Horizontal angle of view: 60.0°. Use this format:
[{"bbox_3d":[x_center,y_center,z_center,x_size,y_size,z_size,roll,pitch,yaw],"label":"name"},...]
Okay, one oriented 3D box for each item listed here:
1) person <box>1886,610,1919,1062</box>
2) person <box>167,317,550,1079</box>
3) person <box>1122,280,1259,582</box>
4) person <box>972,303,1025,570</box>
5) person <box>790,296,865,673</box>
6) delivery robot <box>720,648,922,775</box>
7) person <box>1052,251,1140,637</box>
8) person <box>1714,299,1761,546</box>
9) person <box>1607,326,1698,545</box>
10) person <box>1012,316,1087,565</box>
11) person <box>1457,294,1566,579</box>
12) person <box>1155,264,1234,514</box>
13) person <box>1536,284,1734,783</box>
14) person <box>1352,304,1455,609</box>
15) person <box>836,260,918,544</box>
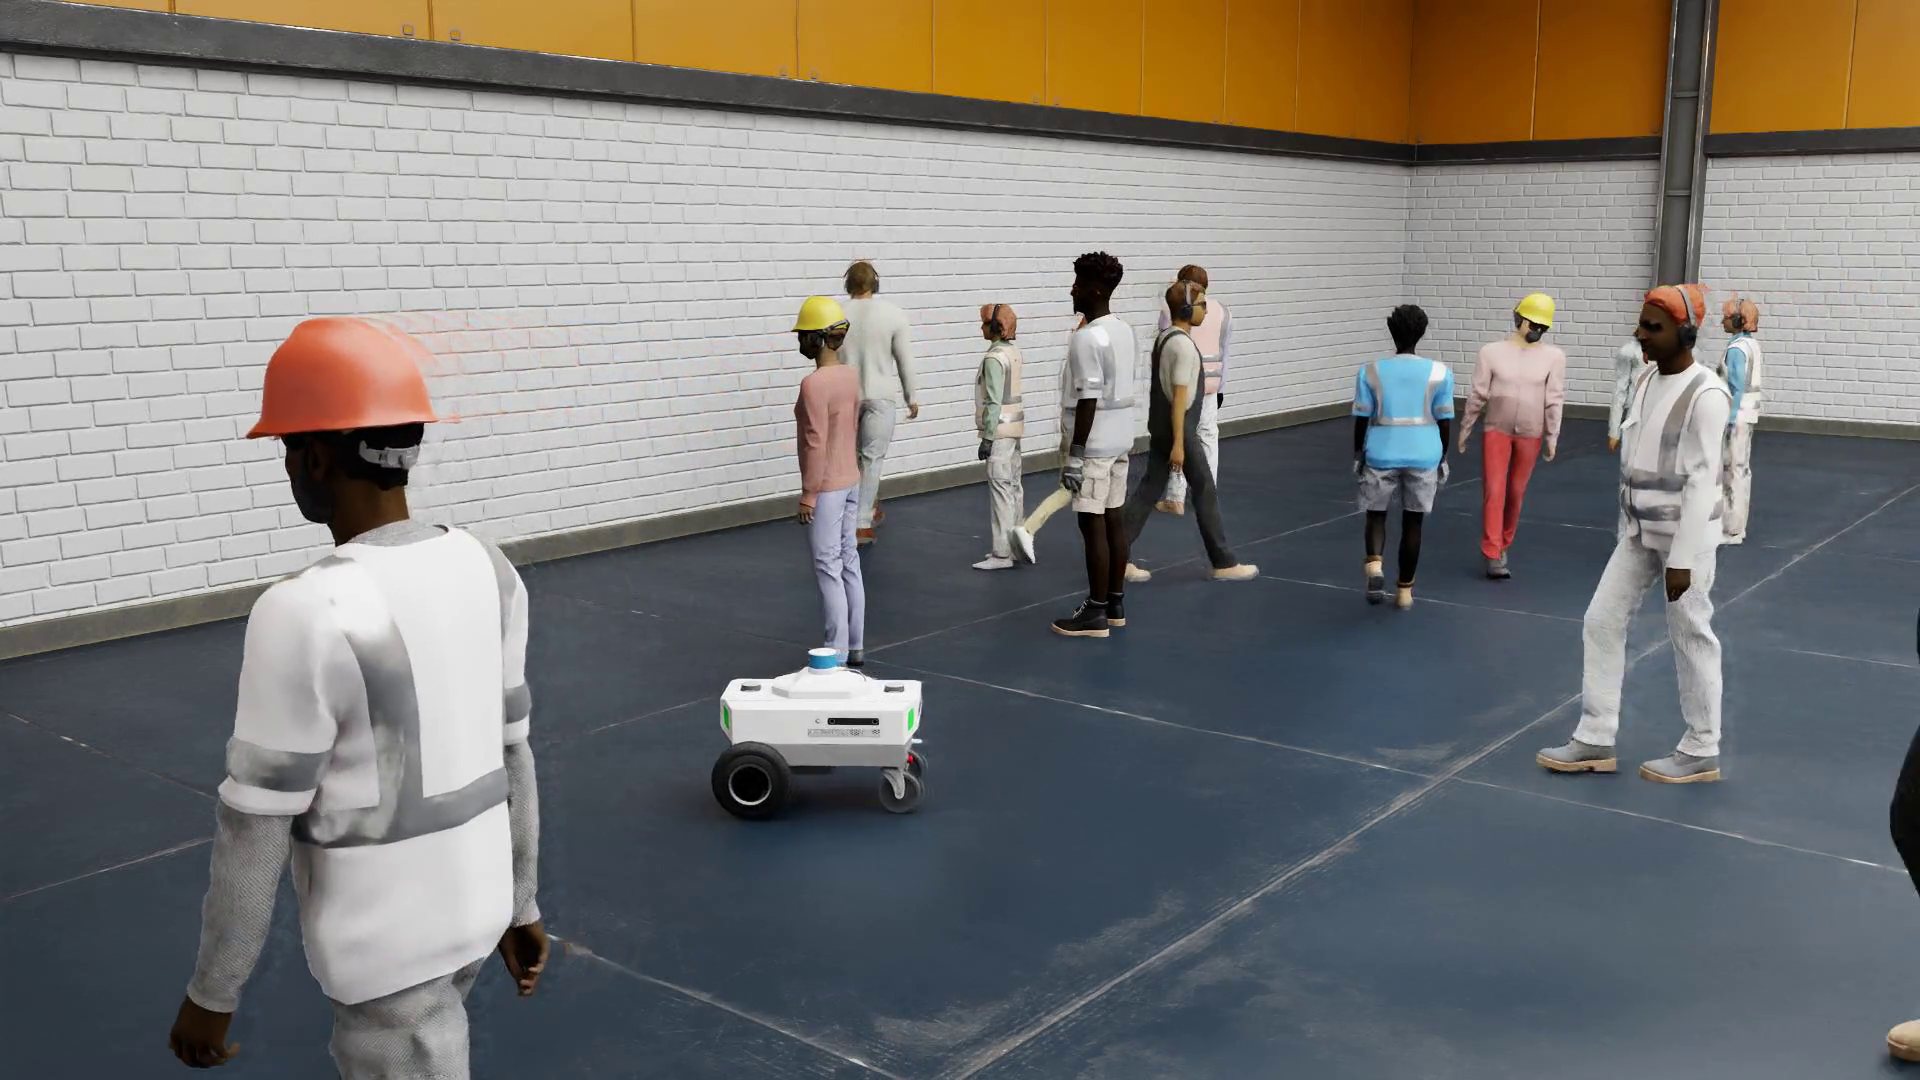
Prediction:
[{"bbox_3d":[2.458,0.332,3.792,0.578,2.000,0.711,1,10,4],"label":"person"},{"bbox_3d":[-1.017,0.604,2.688,0.923,1.899,0.549,3,11,15],"label":"person"},{"bbox_3d":[1.280,-0.626,9.790,0.951,1.799,0.524,-2,10,-11],"label":"person"},{"bbox_3d":[0.245,-0.634,10.251,0.310,1.642,0.514,3,11,17],"label":"person"},{"bbox_3d":[-0.630,-0.237,7.707,0.316,1.767,0.535,3,11,17],"label":"person"},{"bbox_3d":[-0.490,0.633,5.981,0.707,0.478,0.477,0,10,1],"label":"delivery robot"},{"bbox_3d":[0.699,-0.488,8.538,0.364,1.966,0.609,5,11,26],"label":"person"},{"bbox_3d":[5.144,-0.778,11.053,0.308,1.639,0.523,7,12,33],"label":"person"},{"bbox_3d":[4.283,-0.658,10.246,0.508,1.691,0.738,0,10,-1],"label":"person"},{"bbox_3d":[0.691,-0.605,10.211,0.719,1.607,0.511,-6,12,-29],"label":"person"},{"bbox_3d":[3.333,-0.632,10.070,0.596,1.700,0.837,2,10,8],"label":"person"},{"bbox_3d":[1.706,-1.112,12.345,0.627,1.845,0.429,-5,11,-26],"label":"person"},{"bbox_3d":[2.509,0.002,6.110,0.808,1.856,0.601,-1,10,-5],"label":"person"},{"bbox_3d":[2.386,-0.428,8.999,0.541,1.686,0.475,3,11,16],"label":"person"},{"bbox_3d":[-0.627,-0.937,11.267,0.641,1.896,0.992,3,11,17],"label":"person"}]
